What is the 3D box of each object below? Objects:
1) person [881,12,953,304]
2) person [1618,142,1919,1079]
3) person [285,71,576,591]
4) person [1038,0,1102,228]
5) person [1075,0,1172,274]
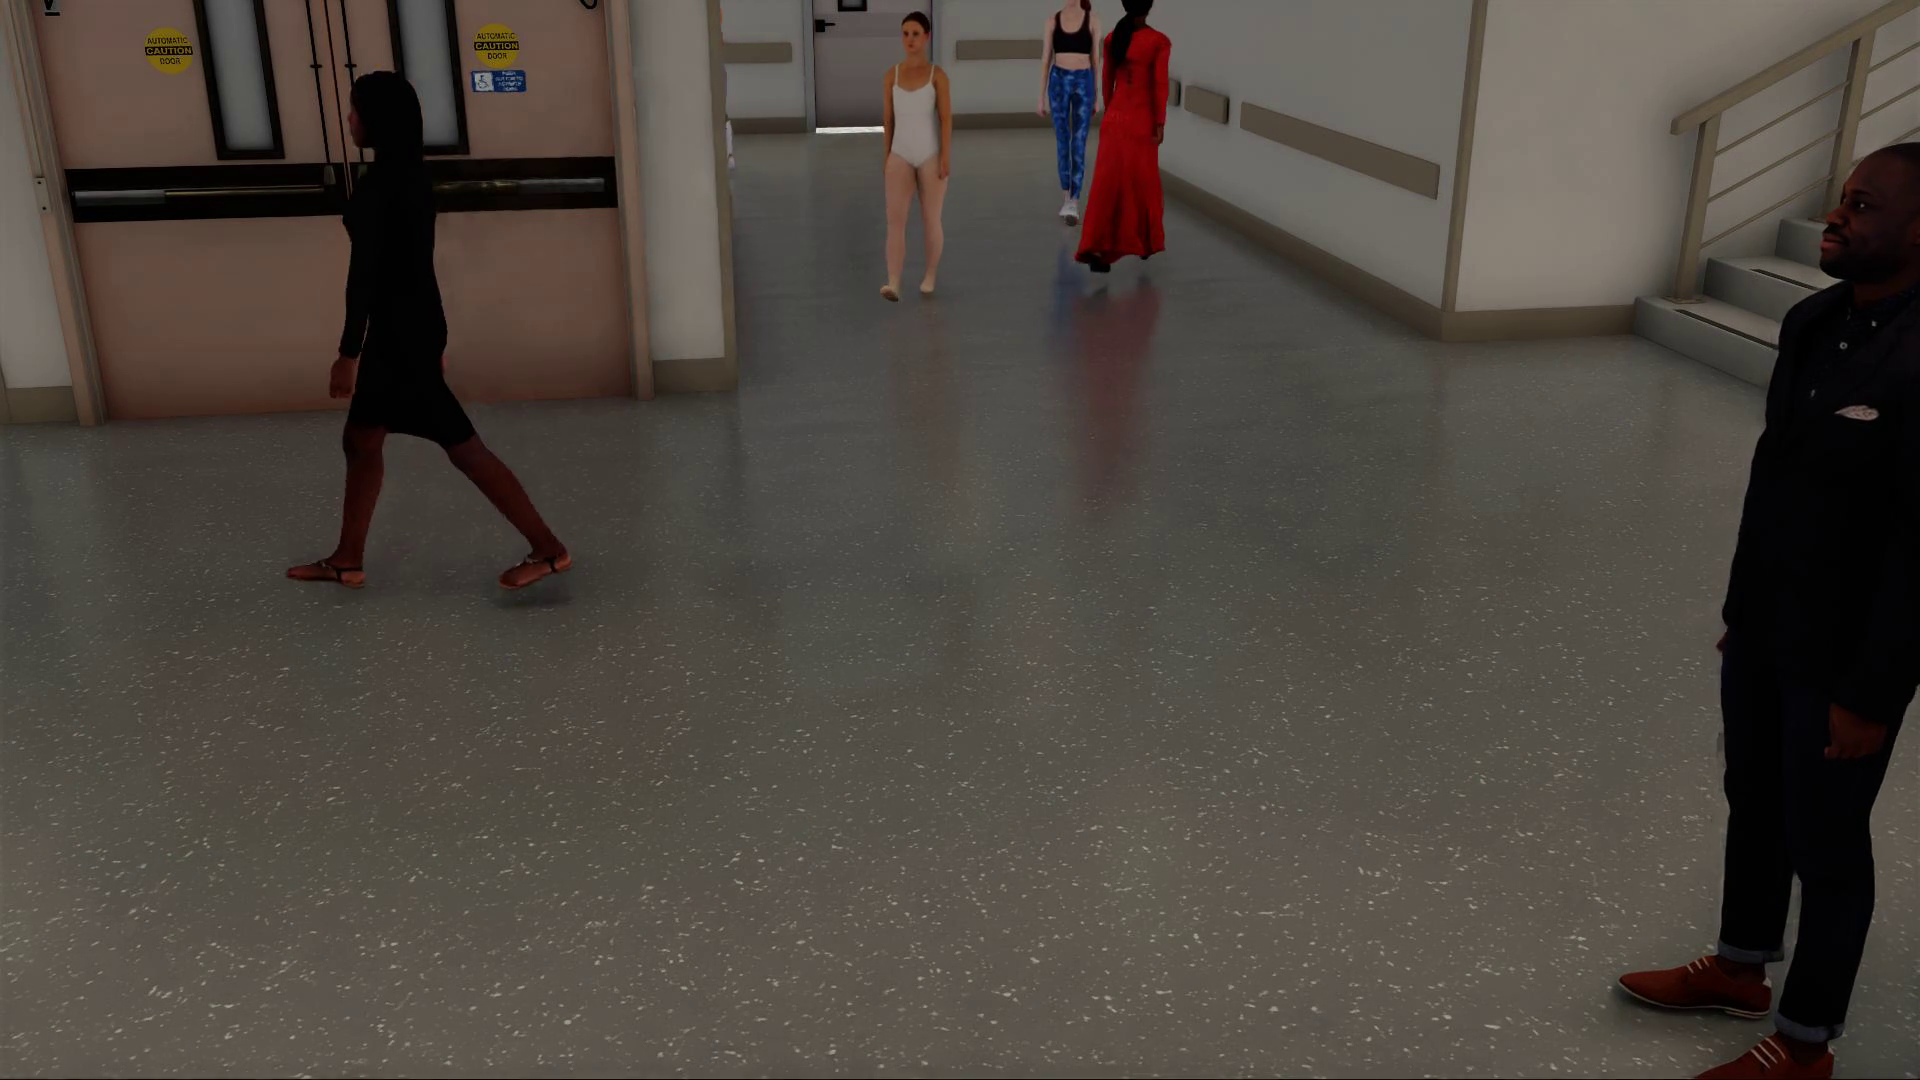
[{"bbox_3d":[-0.224,-2.191,9.645,1.019,1.608,0.866,4,21,10],"label":"person"},{"bbox_3d":[1.599,0.190,3.063,0.641,1.818,0.716,-1,21,-2],"label":"person"},{"bbox_3d":[-1.668,-0.581,5.293,1.179,1.679,0.654,-2,21,-6],"label":"person"},{"bbox_3d":[0.796,-3.147,11.991,1.170,1.732,0.929,3,21,9],"label":"person"},{"bbox_3d":[1.000,-2.480,10.237,1.189,1.728,1.132,10,23,25],"label":"person"}]
